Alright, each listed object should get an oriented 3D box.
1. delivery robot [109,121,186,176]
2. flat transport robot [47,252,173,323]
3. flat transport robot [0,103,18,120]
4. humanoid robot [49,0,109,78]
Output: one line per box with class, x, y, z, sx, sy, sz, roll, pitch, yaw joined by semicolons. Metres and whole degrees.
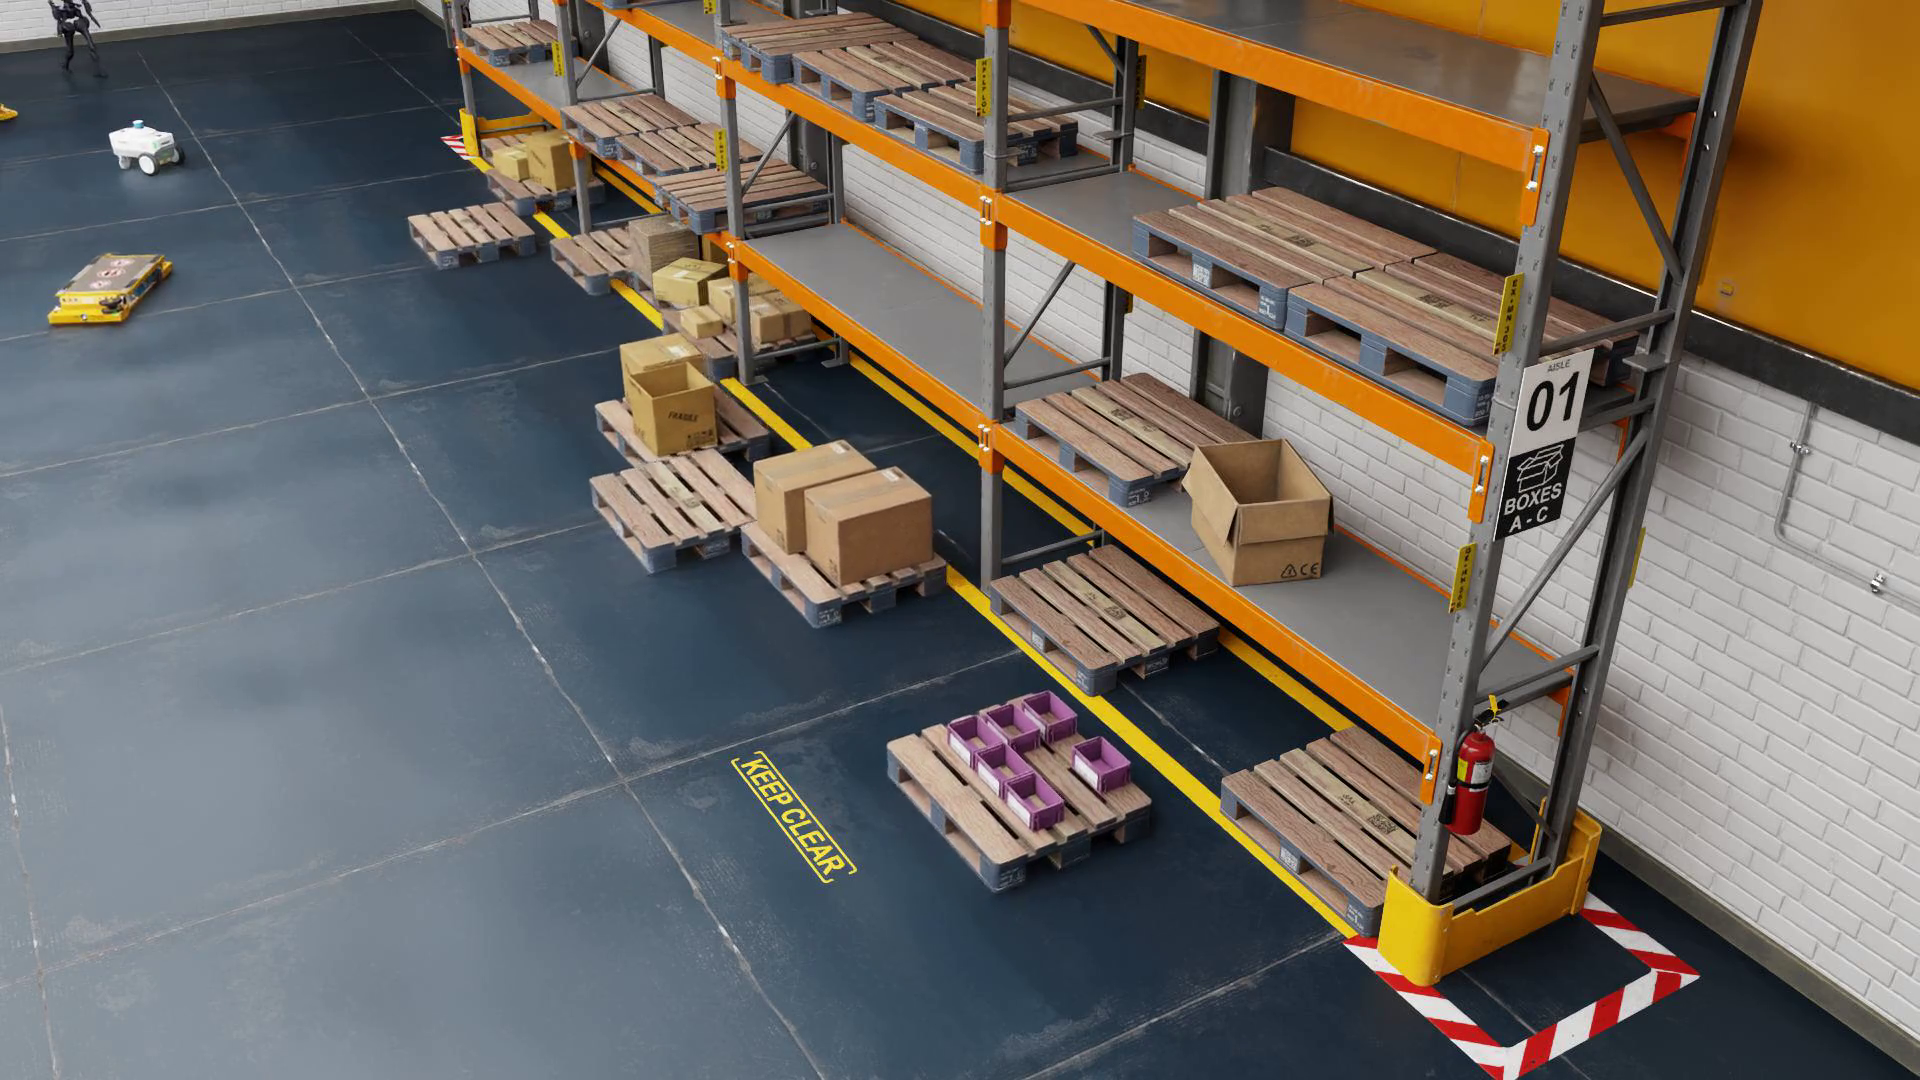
delivery robot;-9.520;-4.589;19.457;0.779;0.608;0.507;10;31;17
flat transport robot;-8.115;-2.422;15.907;0.659;0.231;1.431;-2;30;-4
flat transport robot;-12.827;-5.353;21.082;0.659;0.231;1.431;21;36;32
humanoid robot;-12.303;-7.239;23.026;0.747;1.635;0.600;17;33;27
